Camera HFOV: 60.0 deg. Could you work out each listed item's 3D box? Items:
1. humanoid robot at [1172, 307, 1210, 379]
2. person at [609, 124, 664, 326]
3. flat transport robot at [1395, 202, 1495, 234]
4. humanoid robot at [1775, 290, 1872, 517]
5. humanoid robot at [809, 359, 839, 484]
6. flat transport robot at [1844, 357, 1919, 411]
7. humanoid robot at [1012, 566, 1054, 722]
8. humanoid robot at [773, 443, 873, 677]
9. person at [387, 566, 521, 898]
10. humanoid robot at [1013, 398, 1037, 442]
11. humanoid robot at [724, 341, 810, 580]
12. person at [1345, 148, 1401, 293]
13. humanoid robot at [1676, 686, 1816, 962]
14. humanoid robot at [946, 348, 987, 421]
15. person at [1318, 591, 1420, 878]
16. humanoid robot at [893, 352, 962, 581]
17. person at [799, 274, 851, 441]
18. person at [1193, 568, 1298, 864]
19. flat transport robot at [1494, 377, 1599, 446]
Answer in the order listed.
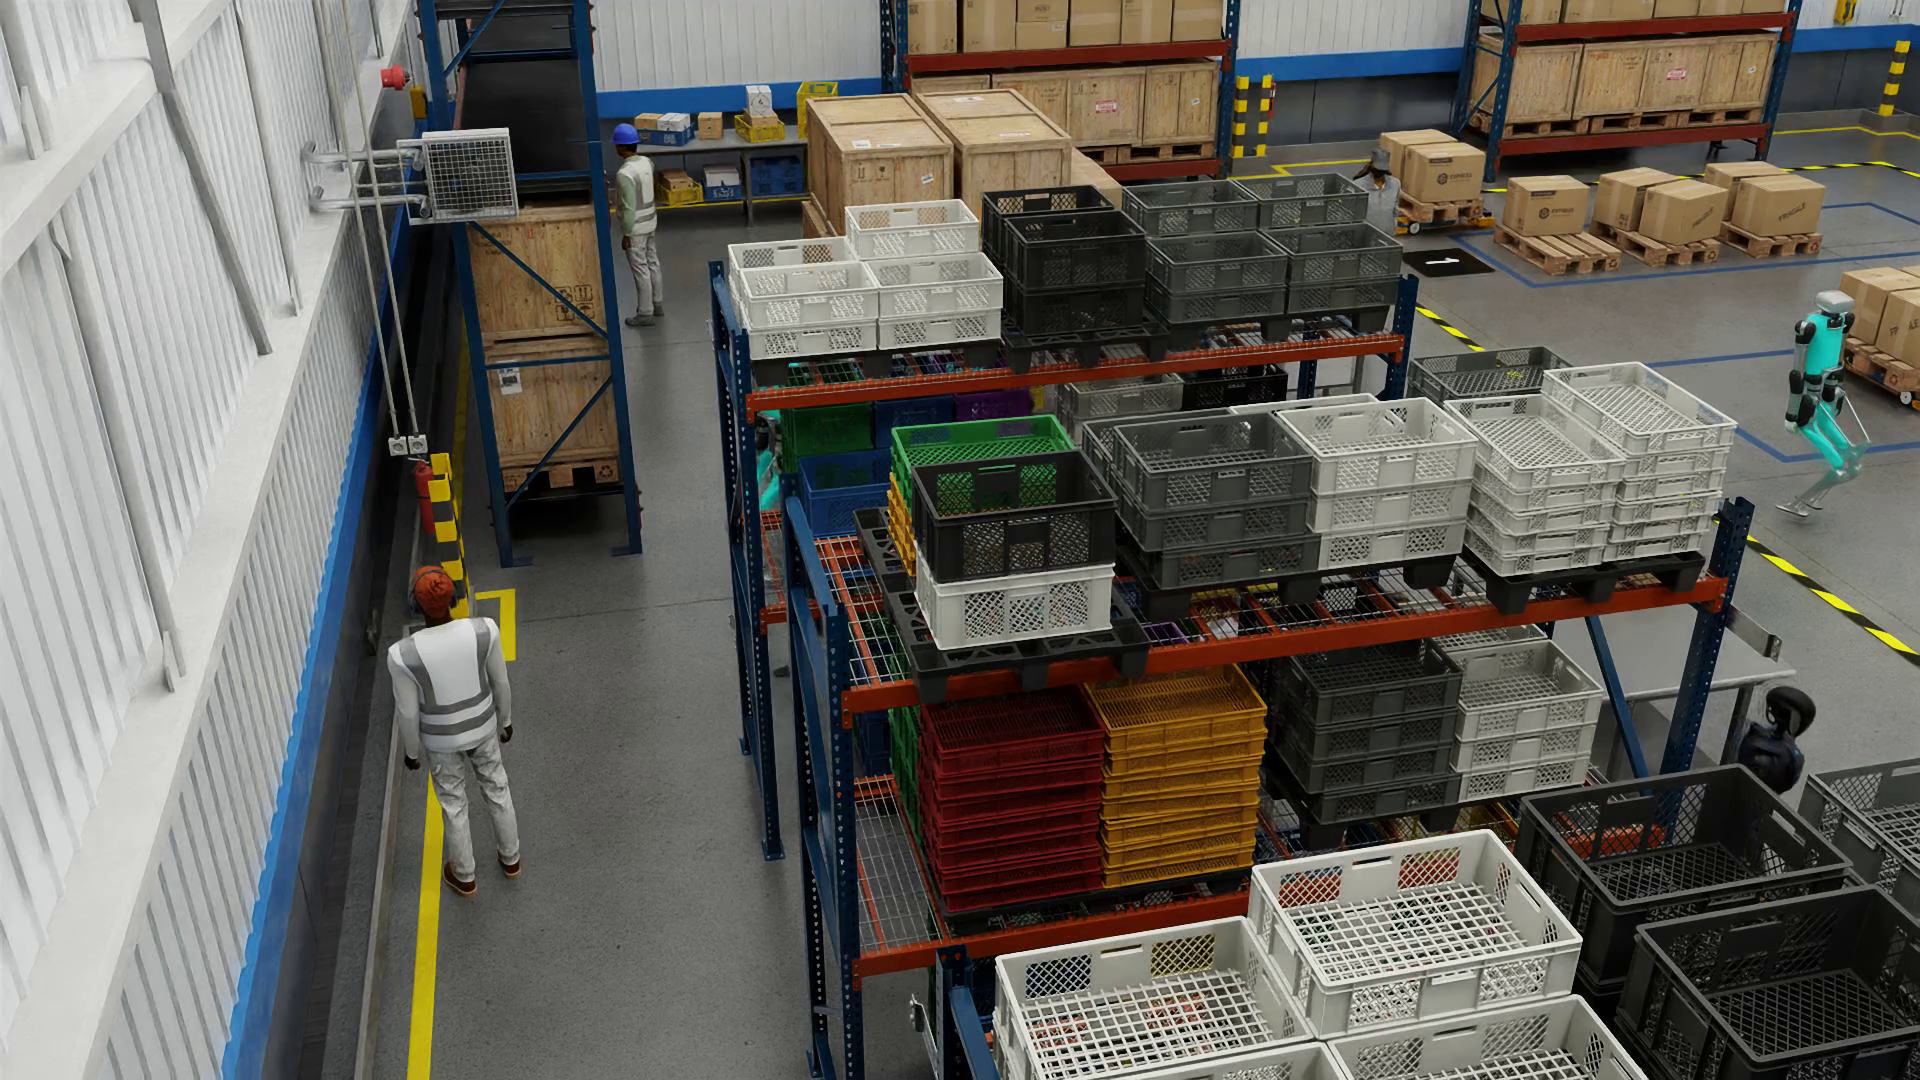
[{"bbox_3d":[1.845,-1.399,13.195,0.327,1.652,0.601,12,30,22],"label":"humanoid robot"},{"bbox_3d":[-3.112,-3.023,15.981,0.402,1.945,0.613,6,28,11],"label":"person"},{"bbox_3d":[5.361,-3.756,19.142,1.431,0.197,0.652,-8,29,-15],"label":"flat transport robot"},{"bbox_3d":[6.374,-0.938,12.107,0.533,1.677,0.735,-14,31,-25],"label":"humanoid robot"},{"bbox_3d":[-0.814,-0.499,11.503,0.450,1.648,0.600,-11,30,-20],"label":"humanoid robot"},{"bbox_3d":[8.473,-1.467,14.800,0.652,0.197,1.431,-6,28,-12],"label":"flat transport robot"},{"bbox_3d":[0.595,0.905,8.809,0.781,1.823,0.547,-15,31,-25],"label":"humanoid robot"},{"bbox_3d":[-0.871,0.104,10.357,0.656,1.629,0.596,-11,30,-21],"label":"humanoid robot"},{"bbox_3d":[-2.551,0.979,8.459,0.573,1.882,0.355,-17,32,-29],"label":"person"},{"bbox_3d":[0.325,-0.184,10.879,0.446,1.647,0.604,-19,33,-31],"label":"humanoid robot"},{"bbox_3d":[-1.383,-0.512,11.405,0.534,1.750,0.741,22,35,36],"label":"humanoid robot"},{"bbox_3d":[3.918,-2.891,15.927,0.572,1.761,0.405,-8,29,-14],"label":"person"},{"bbox_3d":[3.760,1.409,7.873,0.612,1.636,0.603,21,34,34],"label":"humanoid robot"},{"bbox_3d":[0.117,-0.566,11.441,0.531,1.692,0.745,-12,30,-21],"label":"humanoid robot"},{"bbox_3d":[2.069,1.083,8.319,0.617,1.836,0.431,-4,28,-8],"label":"person"},{"bbox_3d":[-0.113,-0.317,11.196,0.782,1.885,0.549,16,32,27],"label":"humanoid robot"},{"bbox_3d":[-0.956,-0.930,11.911,0.604,2.043,0.371,21,34,34],"label":"person"},{"bbox_3d":[1.481,0.919,8.625,0.599,1.829,0.404,3,28,5],"label":"person"},{"bbox_3d":[4.780,-1.036,14.013,0.659,0.231,1.431,-6,28,-12],"label":"flat transport robot"}]
